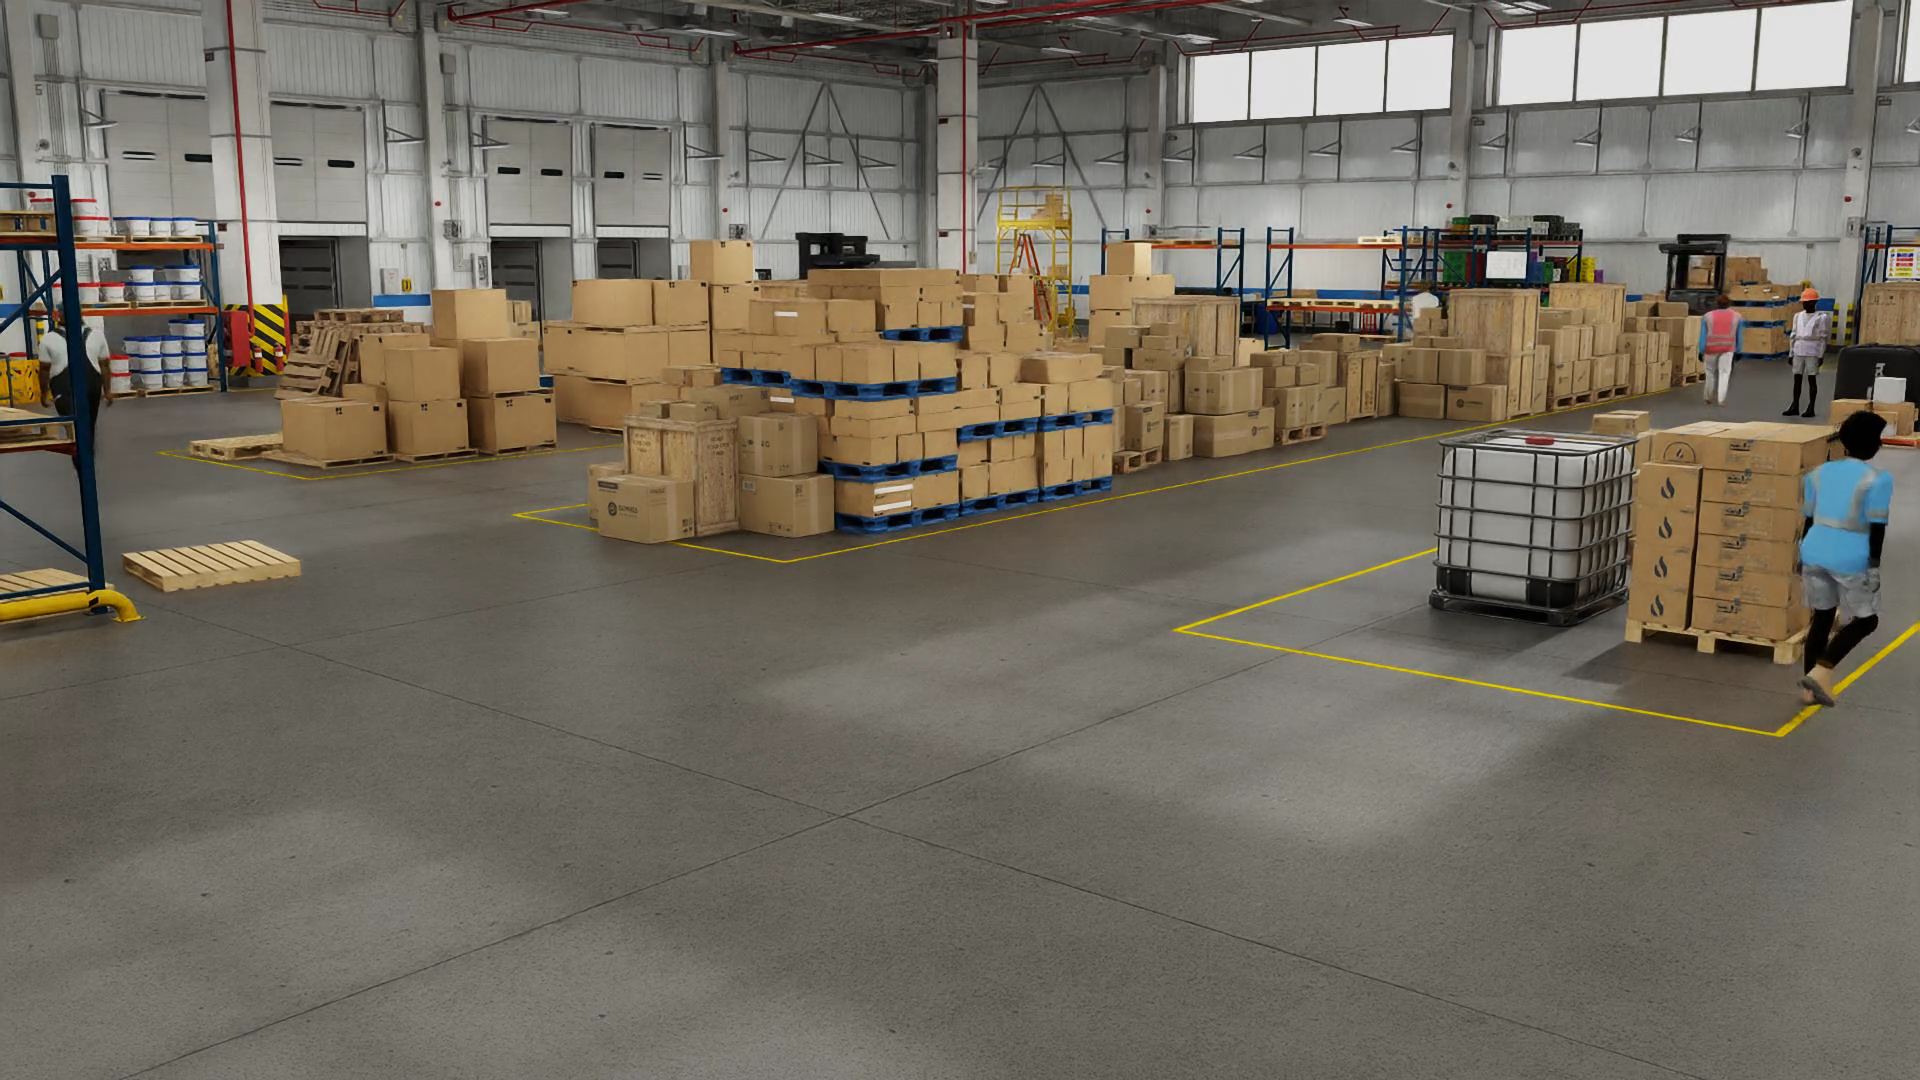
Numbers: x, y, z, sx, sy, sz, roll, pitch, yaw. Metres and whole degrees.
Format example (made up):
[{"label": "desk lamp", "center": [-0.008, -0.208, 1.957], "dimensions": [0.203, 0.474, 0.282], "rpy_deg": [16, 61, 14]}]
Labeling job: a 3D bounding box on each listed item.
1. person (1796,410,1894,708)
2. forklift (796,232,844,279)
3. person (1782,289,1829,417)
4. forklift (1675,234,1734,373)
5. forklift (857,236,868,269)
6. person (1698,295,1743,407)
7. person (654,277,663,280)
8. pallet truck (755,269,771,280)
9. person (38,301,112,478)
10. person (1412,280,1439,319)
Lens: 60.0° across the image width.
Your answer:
[{"label": "person", "center": [4.829, 0.121, 9.156], "dimensions": [0.479, 1.670, 0.545], "rpy_deg": [-4, 11, -22]}, {"label": "forklift", "center": [-2.569, -4.256, 30.626], "dimensions": [1.873, 2.768, 1.129], "rpy_deg": [8, 13, 40]}, {"label": "person", "center": [12.793, -2.824, 25.153], "dimensions": [0.365, 1.935, 0.553], "rpy_deg": [-6, 12, -32]}, {"label": "forklift", "center": [14.882, -4.762, 33.505], "dimensions": [1.129, 2.768, 1.873], "rpy_deg": [8, 13, 40]}, {"label": "forklift", "center": [-2.564, -5.633, 38.461], "dimensions": [1.129, 2.768, 1.873], "rpy_deg": [8, 13, 37]}, {"label": "person", "center": [12.291, -3.054, 26.895], "dimensions": [0.657, 1.793, 0.960], "rpy_deg": [3, 11, 19]}, {"label": "person", "center": [-6.507, -4.726, 36.022], "dimensions": [0.634, 1.929, 0.380], "rpy_deg": [-4, 11, -24]}, {"label": "pallet truck", "center": [-4.996, -6.432, 45.525], "dimensions": [1.885, 1.965, 0.823], "rpy_deg": [-6, 12, -32]}, {"label": "person", "center": [-9.904, -1.719, 18.570], "dimensions": [0.697, 2.000, 1.002], "rpy_deg": [-9, 13, -41]}, {"label": "person", "center": [9.326, -4.216, 33.158], "dimensions": [0.746, 1.914, 0.644], "rpy_deg": [-8, 13, -39]}]
